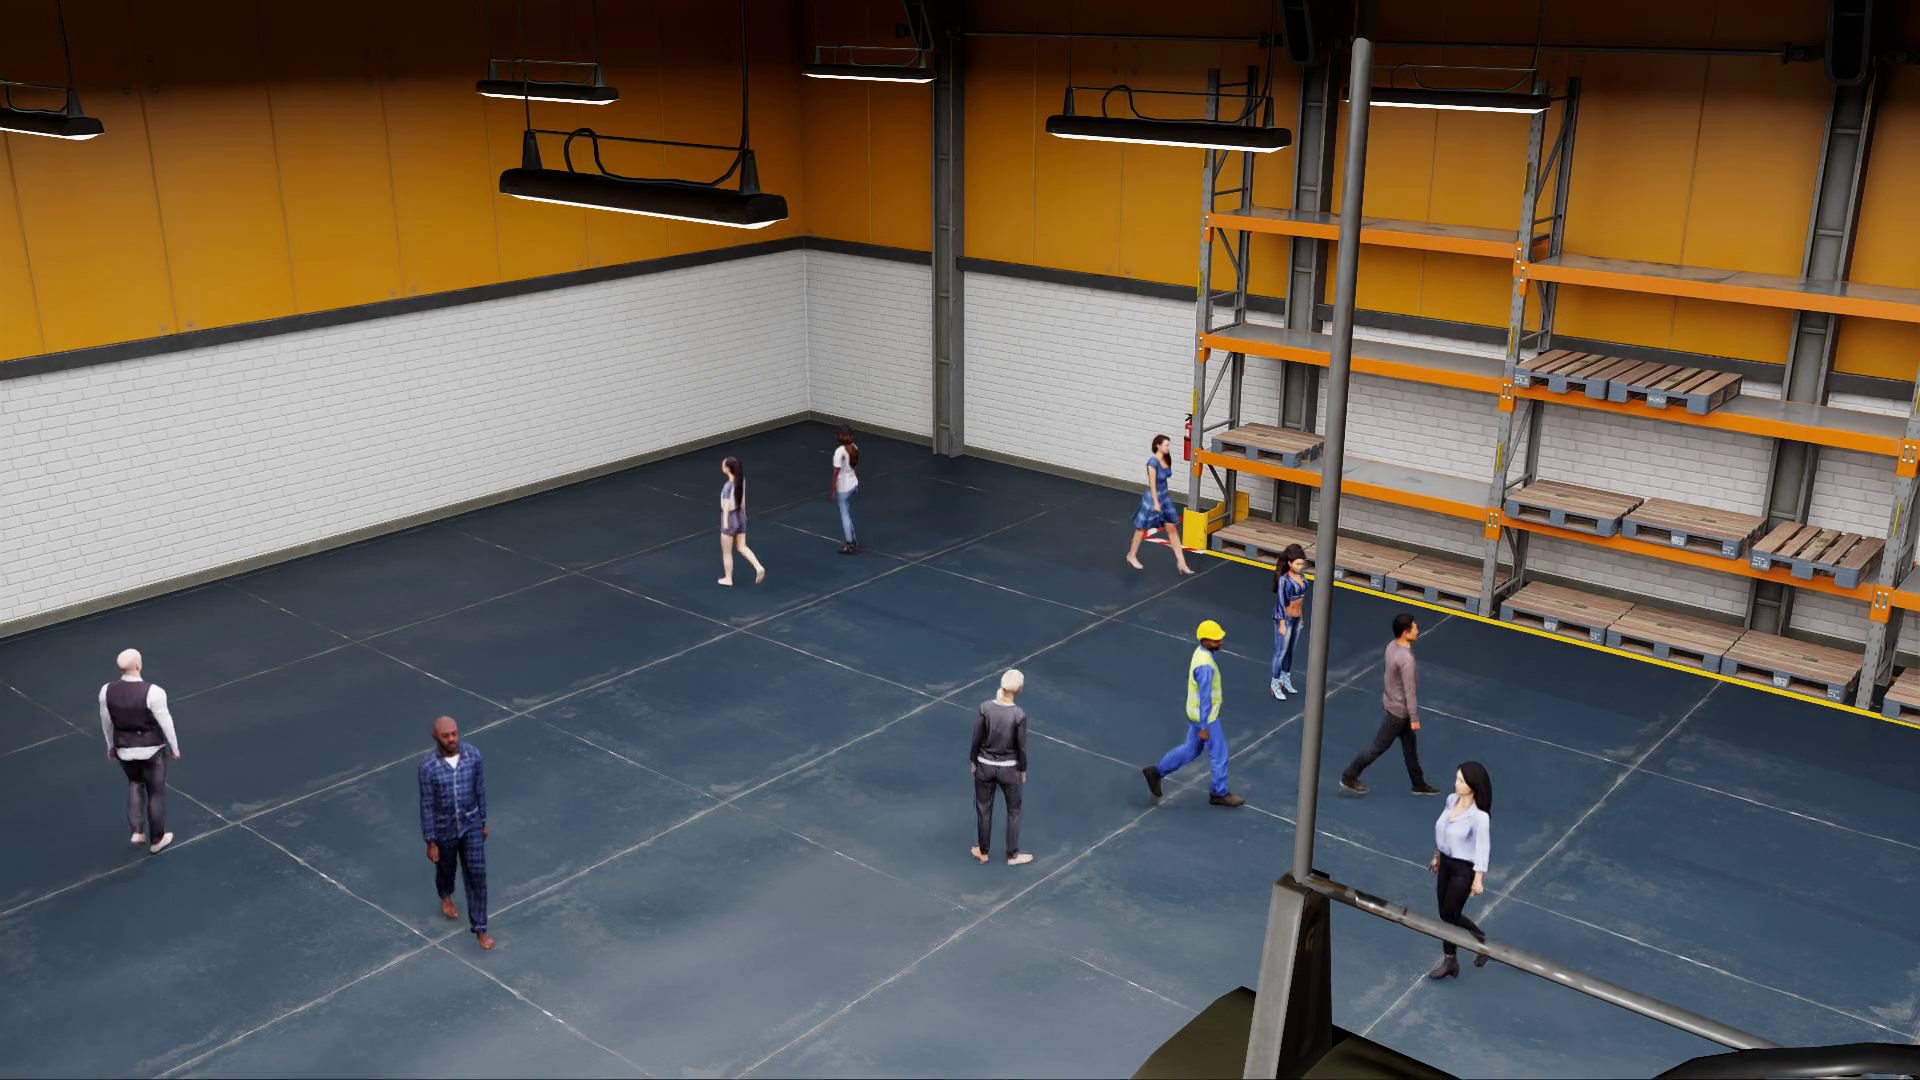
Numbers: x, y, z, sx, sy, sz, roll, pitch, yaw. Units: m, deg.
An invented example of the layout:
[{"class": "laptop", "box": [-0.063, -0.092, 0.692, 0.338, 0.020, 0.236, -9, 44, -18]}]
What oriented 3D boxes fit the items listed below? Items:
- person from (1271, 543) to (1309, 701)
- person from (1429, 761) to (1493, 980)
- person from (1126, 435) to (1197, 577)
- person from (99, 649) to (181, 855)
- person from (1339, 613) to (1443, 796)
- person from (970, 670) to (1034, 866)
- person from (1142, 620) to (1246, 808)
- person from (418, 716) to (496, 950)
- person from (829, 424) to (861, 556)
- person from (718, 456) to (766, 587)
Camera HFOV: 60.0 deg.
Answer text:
[{"class": "person", "box": [3.343, 0.821, 16.933, 0.559, 1.623, 0.612, 18, 25, 42]}, {"class": "person", "box": [3.688, 2.405, 12.057, 0.899, 1.733, 0.842, -5, 19, -14]}, {"class": "person", "box": [2.338, -0.400, 20.360, 1.157, 1.749, 0.693, 12, 22, 33]}, {"class": "person", "box": [-6.809, 1.794, 13.746, 0.834, 1.812, 0.906, 0, 19, -1]}, {"class": "person", "box": [3.783, 1.504, 14.744, 1.245, 1.724, 1.074, 5, 19, 15]}, {"class": "person", "box": [0.285, 1.862, 13.705, 0.645, 1.710, 0.826, 1, 19, 3]}, {"class": "person", "box": [2.051, 1.536, 14.573, 1.234, 1.774, 1.101, 1, 19, 2]}, {"class": "person", "box": [-3.889, 2.167, 12.695, 0.914, 1.777, 1.241, -12, 22, -31]}, {"class": "person", "box": [-1.378, -0.632, 21.099, 0.687, 1.718, 0.679, 9, 21, 26]}, {"class": "person", "box": [-2.647, -0.204, 19.958, 0.910, 1.635, 0.689, 10, 21, 28]}]
